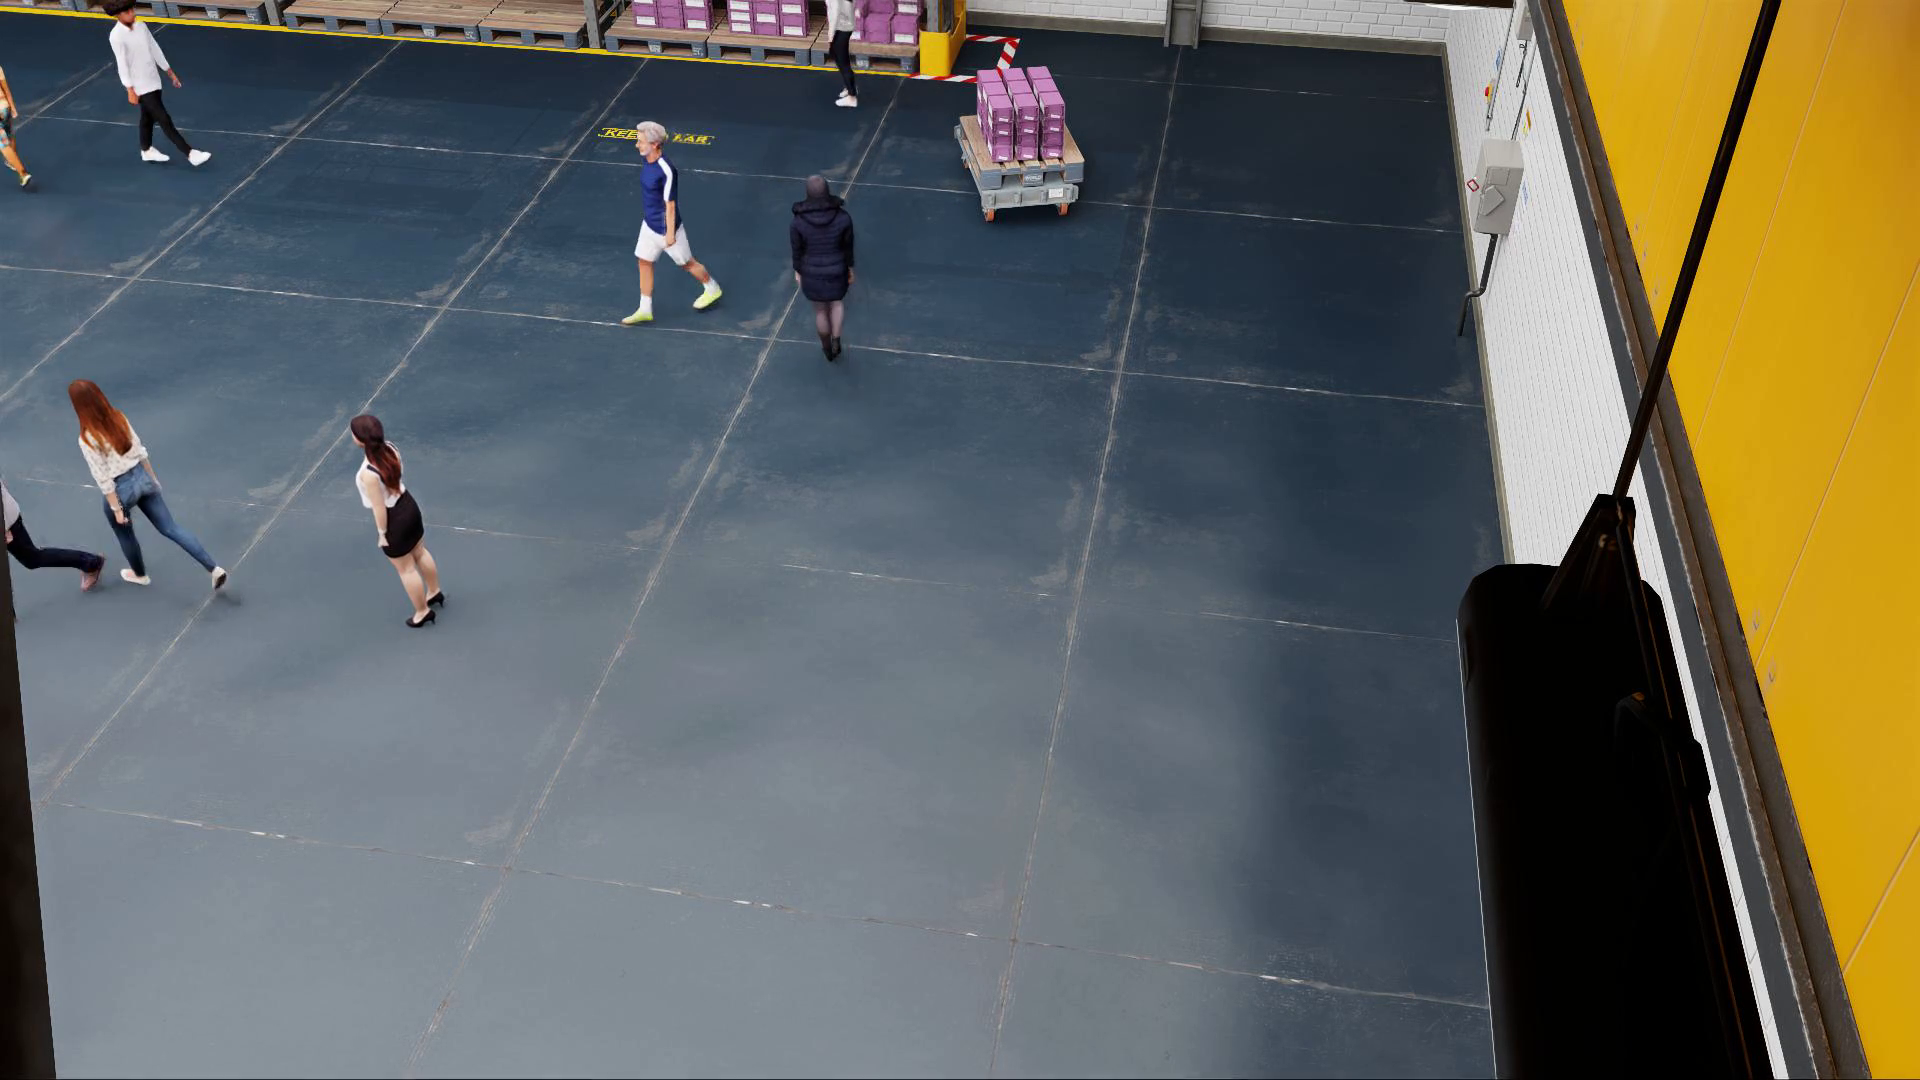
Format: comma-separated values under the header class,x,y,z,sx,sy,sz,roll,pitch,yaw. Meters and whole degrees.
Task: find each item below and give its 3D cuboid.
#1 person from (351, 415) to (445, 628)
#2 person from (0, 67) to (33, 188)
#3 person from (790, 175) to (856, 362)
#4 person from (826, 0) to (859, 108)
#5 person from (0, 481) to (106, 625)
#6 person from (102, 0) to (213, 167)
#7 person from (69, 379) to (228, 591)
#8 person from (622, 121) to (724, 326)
class,x,y,z,sx,sy,sz,roll,pitch,yaw
person,-3.719,-0.123,10.998,0.535,1.643,0.555,4,39,5
person,-9.382,-4.153,16.208,1.059,1.438,0.844,27,46,30
person,-1.095,-2.160,13.528,0.718,1.668,0.829,-6,39,-7
person,-1.154,-5.378,17.538,0.590,1.692,0.637,10,40,12
person,-6.293,-0.211,10.969,1.216,1.817,1.118,27,46,29
person,-8.115,-4.523,16.410,1.068,1.766,0.659,7,39,9
person,-5.505,-0.303,11.184,1.190,1.692,0.765,15,41,18
person,-2.428,-2.684,14.081,1.198,1.798,1.154,-24,45,-27
